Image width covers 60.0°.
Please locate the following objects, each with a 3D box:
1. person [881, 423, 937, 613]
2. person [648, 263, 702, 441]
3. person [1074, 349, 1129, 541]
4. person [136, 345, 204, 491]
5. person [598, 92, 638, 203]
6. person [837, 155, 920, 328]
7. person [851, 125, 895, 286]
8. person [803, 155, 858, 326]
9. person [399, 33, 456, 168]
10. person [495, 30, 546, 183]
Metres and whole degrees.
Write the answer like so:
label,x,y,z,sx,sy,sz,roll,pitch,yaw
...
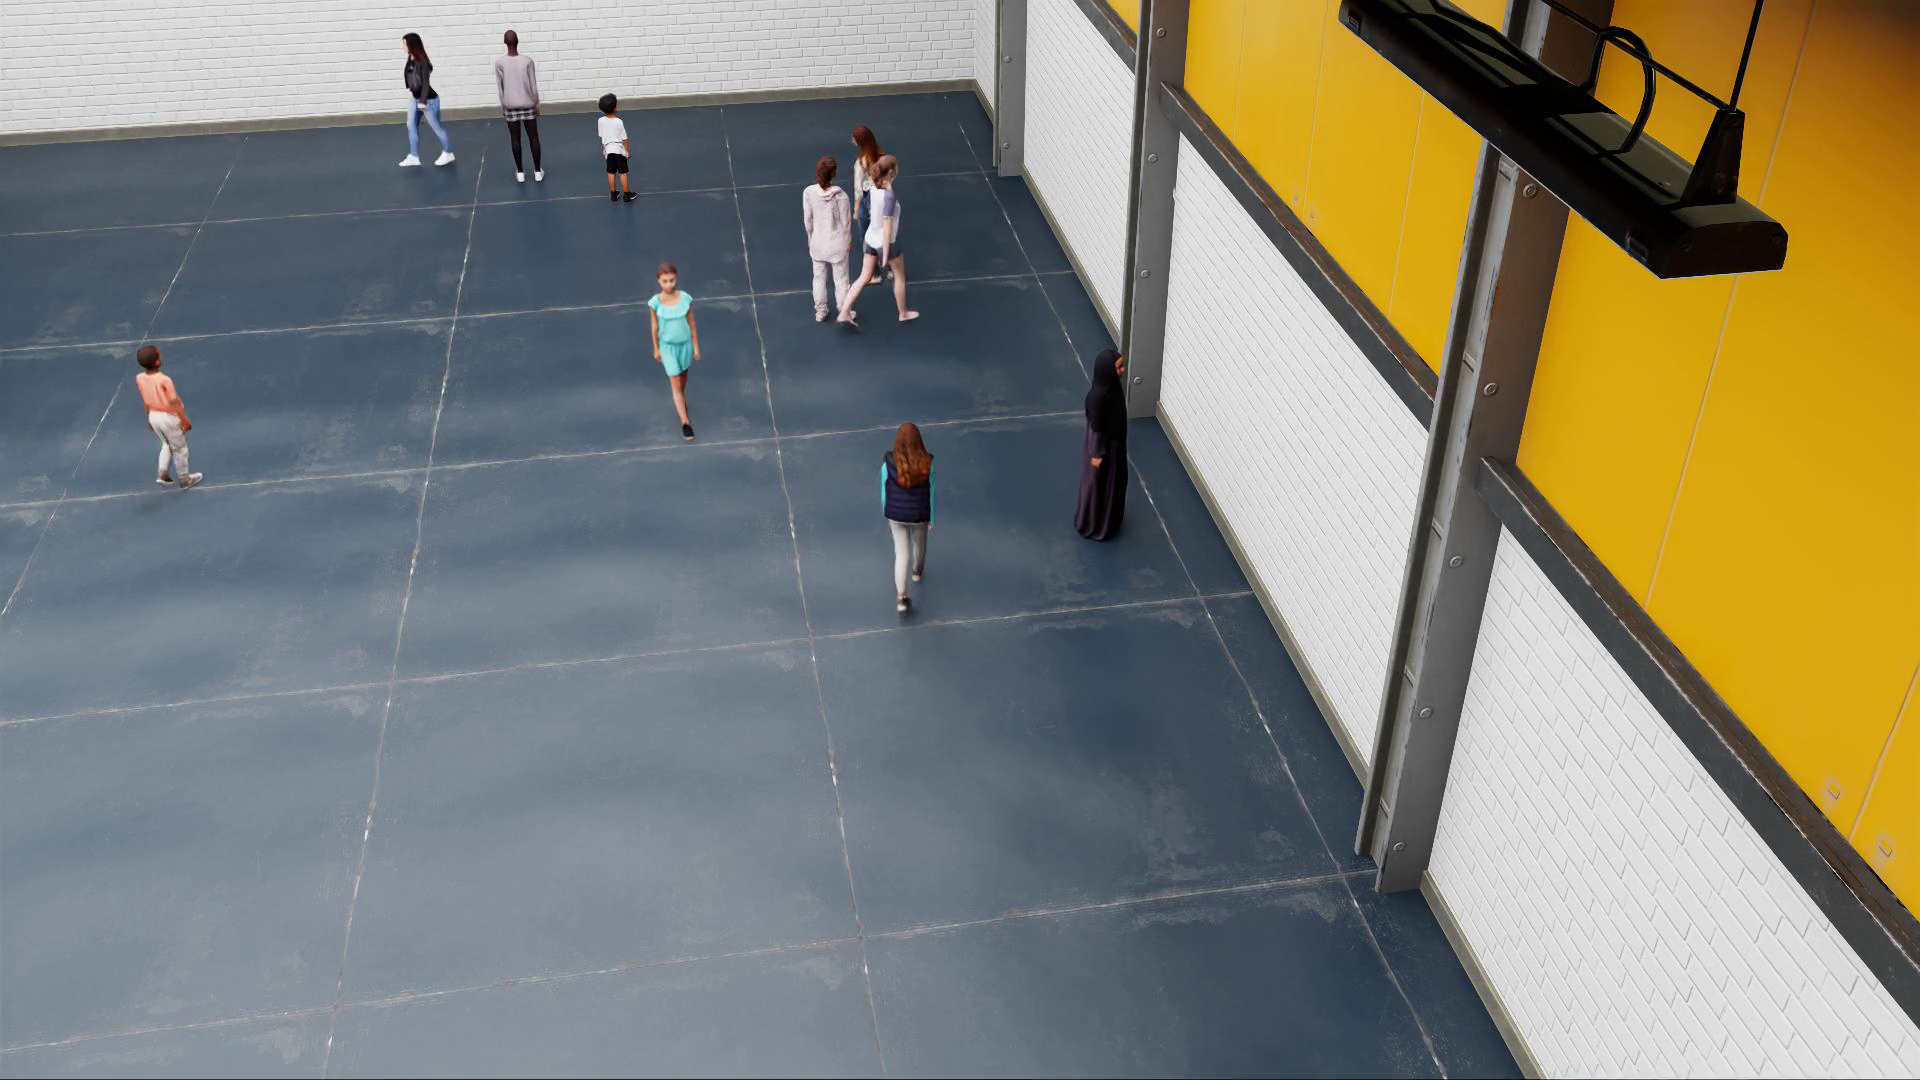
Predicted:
label,x,y,z,sx,sy,sz,roll,pitch,yaw
person,-0.392,-0.154,12.336,0.736,1.468,1.026,3,34,4
person,-2.506,-1.728,14.658,0.674,1.519,1.079,-10,35,-15
person,1.132,-0.774,13.137,0.782,1.615,0.719,19,38,26
person,-6.591,-0.971,13.714,0.620,1.302,0.695,11,35,16
person,-3.956,-4.498,19.058,0.562,1.261,0.597,8,34,11
person,-0.840,-2.839,16.148,0.968,1.720,1.109,-22,39,-29
person,-0.821,-3.477,17.124,0.795,1.700,0.801,-21,39,-28
person,-1.290,-2.931,16.312,0.719,1.692,0.717,9,35,14
person,-6.324,-5.263,19.892,0.966,1.611,0.960,-28,43,-35
person,-5.155,-5.078,19.471,0.612,1.770,0.535,-8,34,-11
